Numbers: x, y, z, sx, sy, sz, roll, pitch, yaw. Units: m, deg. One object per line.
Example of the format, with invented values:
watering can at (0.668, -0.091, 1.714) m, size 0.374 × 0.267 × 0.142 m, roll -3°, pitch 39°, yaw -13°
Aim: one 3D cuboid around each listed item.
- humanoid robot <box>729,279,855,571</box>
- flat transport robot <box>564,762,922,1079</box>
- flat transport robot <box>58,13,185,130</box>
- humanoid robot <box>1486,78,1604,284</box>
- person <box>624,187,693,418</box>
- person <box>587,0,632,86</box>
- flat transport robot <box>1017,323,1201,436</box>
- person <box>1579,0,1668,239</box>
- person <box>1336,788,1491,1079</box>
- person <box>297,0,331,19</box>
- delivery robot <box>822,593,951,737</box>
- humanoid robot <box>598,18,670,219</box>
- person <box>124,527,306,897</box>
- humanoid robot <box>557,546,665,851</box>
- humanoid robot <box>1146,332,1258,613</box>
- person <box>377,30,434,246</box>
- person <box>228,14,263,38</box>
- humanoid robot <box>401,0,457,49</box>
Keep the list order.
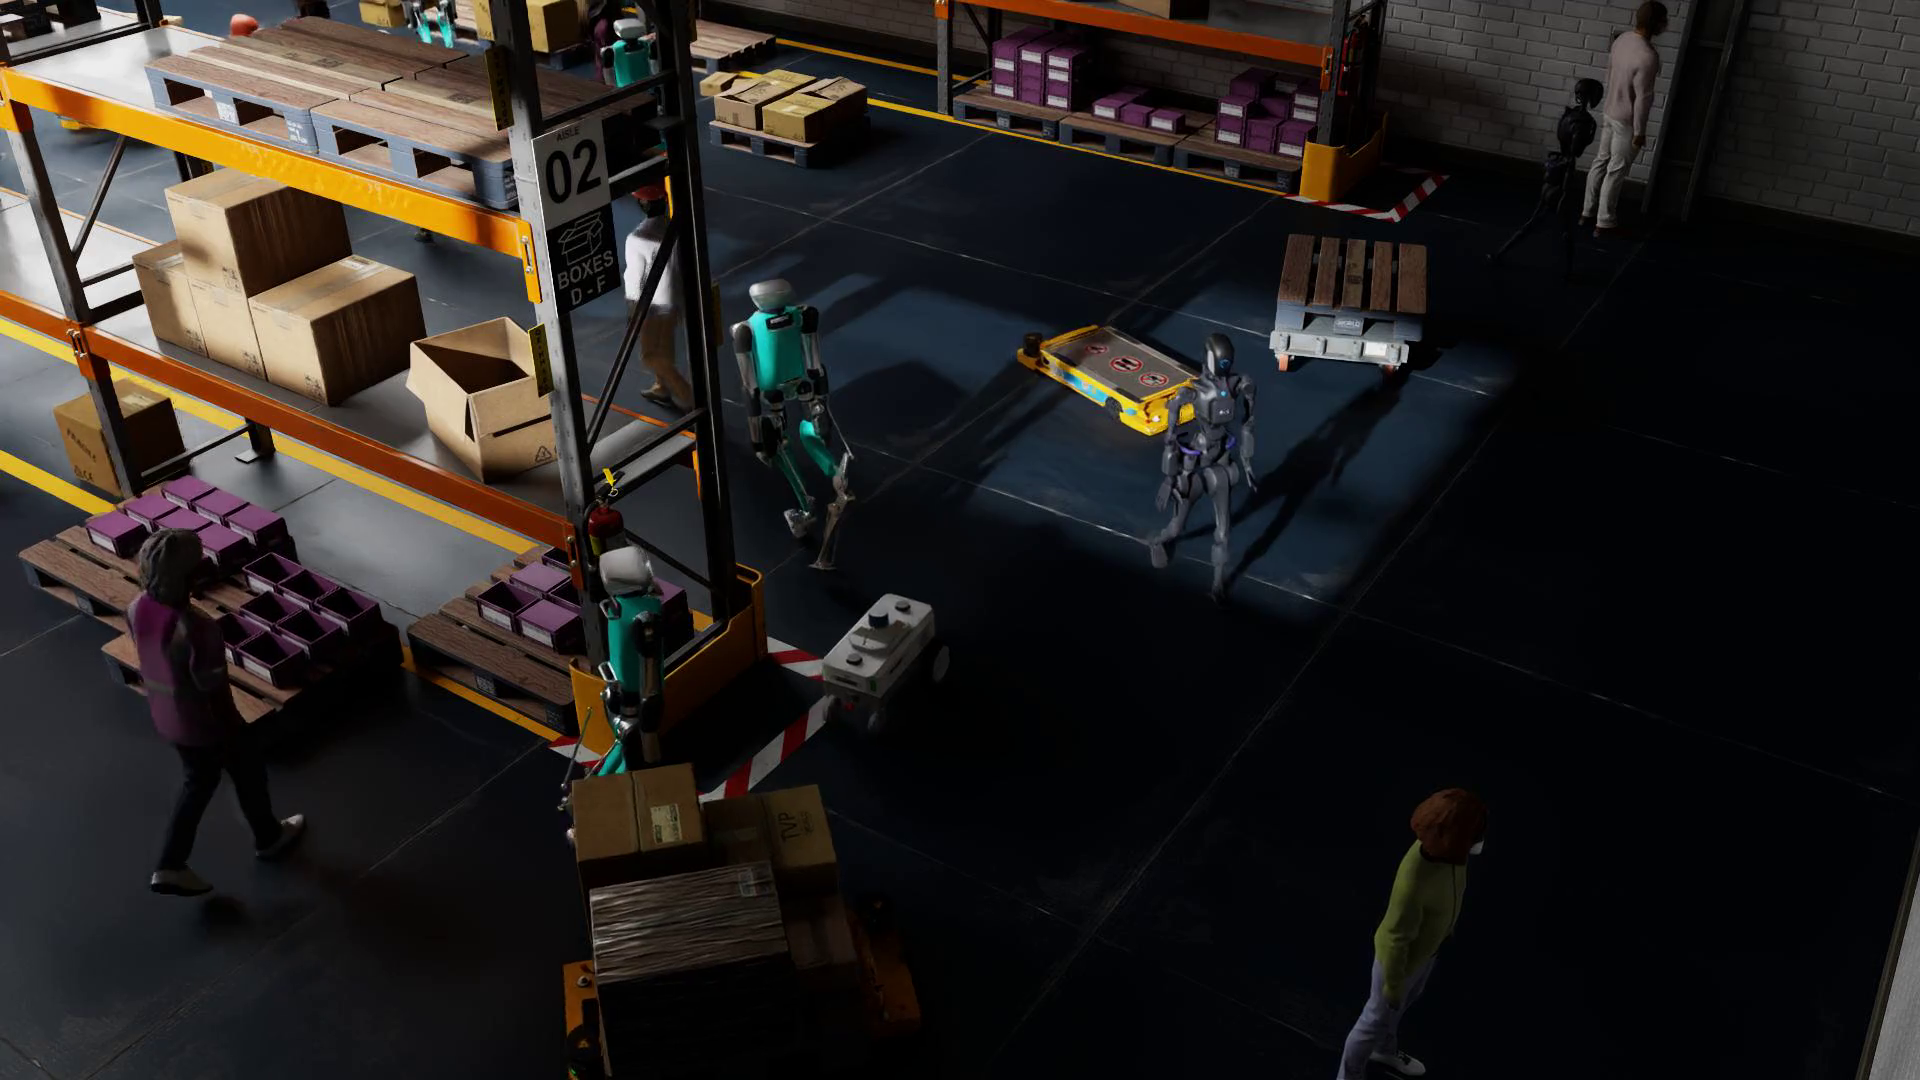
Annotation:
humanoid robot at (-0.850, -0.538, 9.398) m, size 0.537 × 1.721 × 1.014 m, roll -20°, pitch 38°, yaw -28°
flat transport robot at (-0.926, 1.884, 6.978) m, size 1.431 × 0.231 × 0.659 m, roll -7°, pitch 34°, yaw -11°
flat transport robot at (-7.976, -4.171, 16.283) m, size 1.431 × 0.231 × 0.659 m, roll 7°, pitch 34°, yaw 10°
humanoid robot at (4.639, -2.803, 12.955) m, size 0.820 × 1.638 × 0.608 m, roll 9°, pitch 34°, yaw 13°
person at (-1.966, -1.598, 10.982) m, size 0.691 × 1.729 × 0.583 m, roll 18°, pitch 37°, yaw 25°
person at (-2.860, -3.930, 14.414) m, size 0.994 × 1.902 × 0.506 m, roll 9°, pitch 34°, yaw 14°
flat transport robot at (1.097, -1.164, 11.662) m, size 0.659 × 0.231 × 1.431 m, roll -22°, pitch 39°, yaw -30°
person at (5.459, -3.445, 13.638) m, size 0.357 × 1.937 × 0.636 m, roll -3°, pitch 33°, yaw -5°
person at (1.711, 1.546, 6.260) m, size 0.317 × 1.622 × 0.510 m, roll 24°, pitch 40°, yaw 32°
person at (-5.306, -3.827, 14.334) m, size 0.778 × 1.813 × 0.641 m, roll -7°, pitch 34°, yaw -11°
delivery robot at (-0.411, 0.609, 8.685) m, size 0.499 × 0.606 × 0.809 m, roll 15°, pitch 36°, yaw 22°
humanoid robot at (-2.523, -3.300, 13.589) m, size 0.532 × 1.790 × 0.704 m, roll -23°, pitch 39°, yaw -30°
person at (-3.363, 0.792, 7.242) m, size 0.530 × 1.816 × 0.702 m, roll 13°, pitch 35°, yaw 19°
humanoid robot at (-1.554, 0.916, 7.214) m, size 0.697 × 1.884 × 0.547 m, roll -14°, pitch 36°, yaw -21°
humanoid robot at (1.352, -0.434, 9.287) m, size 0.608 × 1.640 × 0.739 m, roll -12°, pitch 35°, yaw -18°
person at (-4.606, -3.335, 13.655) m, size 0.753 × 1.727 × 0.809 m, roll -26°, pitch 41°, yaw -34°
person at (-5.789, -3.538, 13.981) m, size 0.449 × 1.724 × 0.568 m, roll 6°, pitch 33°, yaw 9°
humanoid robot at (-5.172, -5.107, 16.380) m, size 0.542 × 1.798 × 0.674 m, roll -14°, pitch 36°, yaw -21°
